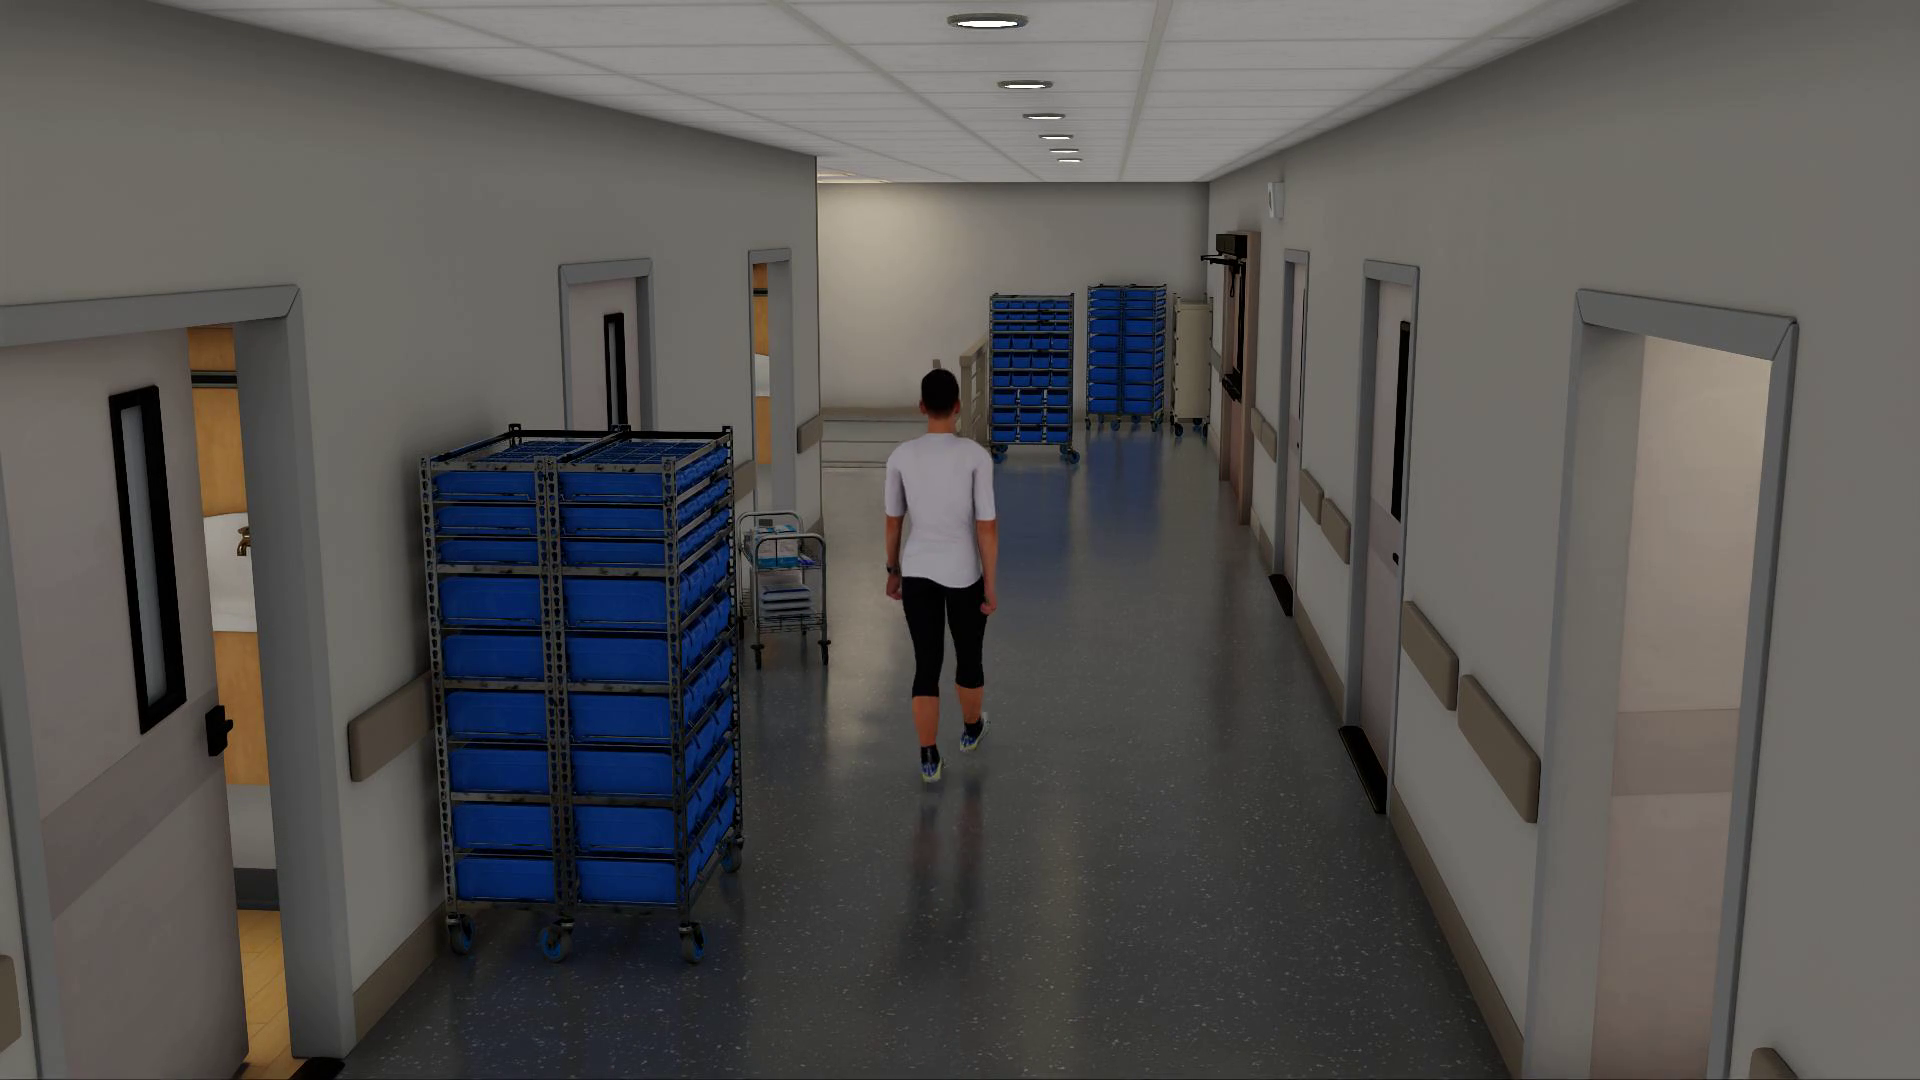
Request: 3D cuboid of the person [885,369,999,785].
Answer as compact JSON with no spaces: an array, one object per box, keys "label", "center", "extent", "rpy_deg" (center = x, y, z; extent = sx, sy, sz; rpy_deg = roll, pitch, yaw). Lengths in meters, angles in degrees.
[{"label":"person","center":[-0.101,0.183,7.383],"extent":[0.761,1.825,1.033],"rpy_deg":[2,11,12]}]
